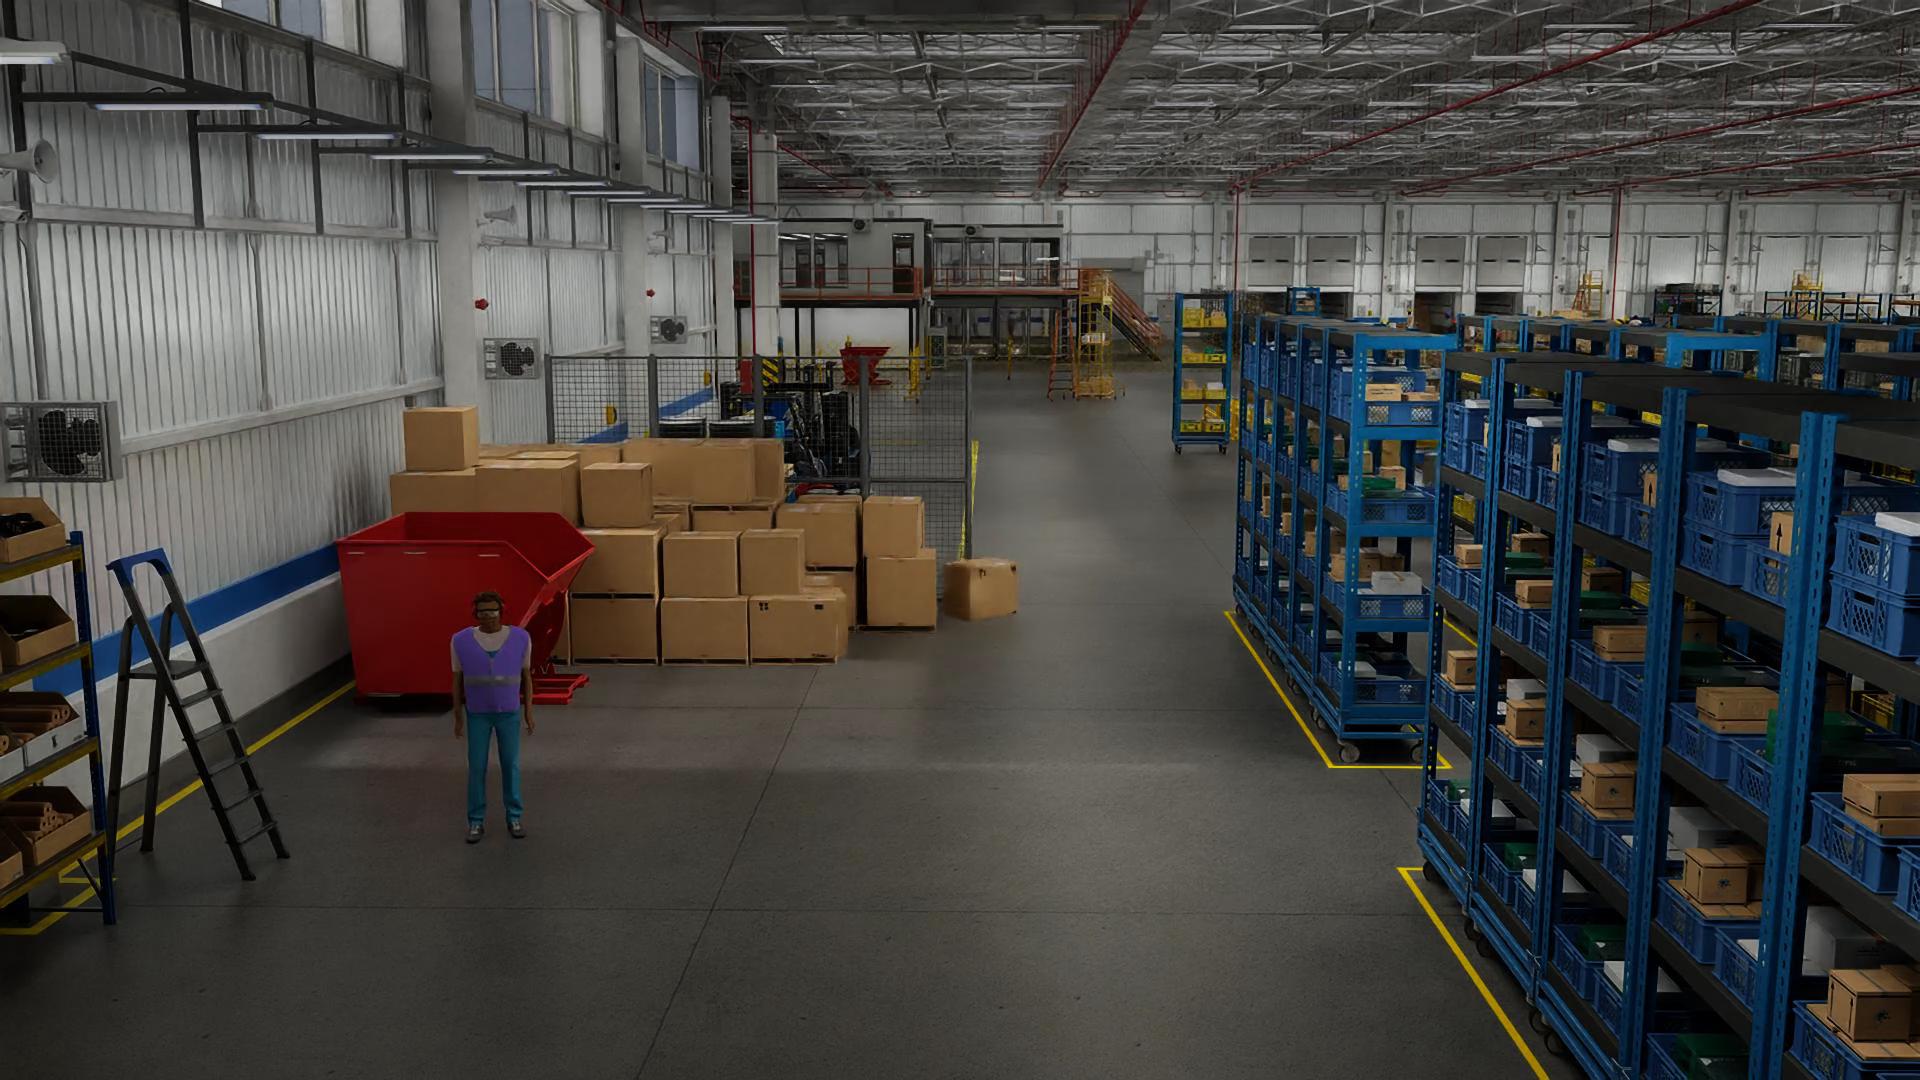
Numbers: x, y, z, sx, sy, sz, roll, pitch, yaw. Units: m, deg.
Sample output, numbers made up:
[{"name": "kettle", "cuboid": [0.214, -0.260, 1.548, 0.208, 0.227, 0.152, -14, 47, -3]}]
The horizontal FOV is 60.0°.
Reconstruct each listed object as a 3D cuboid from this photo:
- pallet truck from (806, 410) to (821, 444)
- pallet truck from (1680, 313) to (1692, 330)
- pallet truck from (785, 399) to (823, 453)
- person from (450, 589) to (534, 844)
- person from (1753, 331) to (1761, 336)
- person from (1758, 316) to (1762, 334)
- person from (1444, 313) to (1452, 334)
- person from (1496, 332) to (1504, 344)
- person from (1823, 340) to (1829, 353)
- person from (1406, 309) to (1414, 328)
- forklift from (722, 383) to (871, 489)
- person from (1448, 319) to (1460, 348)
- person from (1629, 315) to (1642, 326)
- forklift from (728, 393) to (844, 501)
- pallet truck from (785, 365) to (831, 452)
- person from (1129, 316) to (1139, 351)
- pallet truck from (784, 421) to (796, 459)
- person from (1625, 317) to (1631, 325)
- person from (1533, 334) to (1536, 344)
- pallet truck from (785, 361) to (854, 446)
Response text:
[{"name": "pallet truck", "cuboid": [-3.559, -2.018, 33.905, 1.522, 1.261, 0.704, 0, 9, -1]}, {"name": "pallet truck", "cuboid": [36.315, -10.531, 84.244, 0.823, 1.965, 1.885, -6, 11, -33]}, {"name": "pallet truck", "cuboid": [-3.814, -2.432, 36.419, 1.630, 1.274, 0.653, 0, 9, 1]}, {"name": "person", "cuboid": [-3.366, 1.252, 12.022, 0.564, 1.846, 0.391, -3, 10, -17]}, {"name": "person", "cuboid": [38.154, -9.634, 79.631, 0.542, 1.695, 0.316, -7, 11, -36]}, {"name": "person", "cuboid": [40.620, -10.496, 84.659, 0.534, 1.790, 0.982, -5, 10, -28]}, {"name": "person", "cuboid": [25.174, -10.762, 85.866, 0.425, 1.938, 0.603, -2, 10, -14]}, {"name": "person", "cuboid": [18.473, -6.132, 57.064, 0.755, 2.017, 0.635, -5, 10, -28]}, {"name": "person", "cuboid": [30.652, -6.292, 58.586, 0.837, 1.834, 0.547, 1, 9, 8]}, {"name": "person", "cuboid": [25.619, -12.197, 94.765, 0.394, 1.920, 0.584, 9, 13, 43]}, {"name": "forklift", "cuboid": [-2.893, -1.687, 28.729, 2.680, 1.987, 1.157, 0, 9, -1]}, {"name": "person", "cuboid": [22.141, -8.971, 74.729, 0.622, 1.969, 0.848, -4, 10, -21]}, {"name": "person", "cuboid": [34.503, -10.579, 85.018, 0.626, 1.844, 0.429, 4, 10, 23]}, {"name": "forklift", "cuboid": [-2.979, -1.316, 26.476, 2.680, 1.987, 1.157, 0, 9, 1]}, {"name": "pallet truck", "cuboid": [-3.774, -2.976, 37.635, 1.885, 1.965, 0.823, 1, 9, 5]}, {"name": "person", "cuboid": [8.874, -10.561, 84.897, 0.633, 1.846, 0.429, 5, 11, 29]}, {"name": "pallet truck", "cuboid": [-4.013, -1.793, 32.705, 1.601, 1.201, 0.680, 0, 9, 1]}, {"name": "person", "cuboid": [31.235, -9.467, 77.940, 0.599, 1.913, 0.398, 6, 11, 31]}, {"name": "person", "cuboid": [22.256, -7.302, 64.737, 0.341, 1.868, 0.517, -4, 10, -24]}, {"name": "pallet truck", "cuboid": [-3.410, -3.193, 38.978, 1.885, 1.965, 0.823, 0, 9, -1]}]
